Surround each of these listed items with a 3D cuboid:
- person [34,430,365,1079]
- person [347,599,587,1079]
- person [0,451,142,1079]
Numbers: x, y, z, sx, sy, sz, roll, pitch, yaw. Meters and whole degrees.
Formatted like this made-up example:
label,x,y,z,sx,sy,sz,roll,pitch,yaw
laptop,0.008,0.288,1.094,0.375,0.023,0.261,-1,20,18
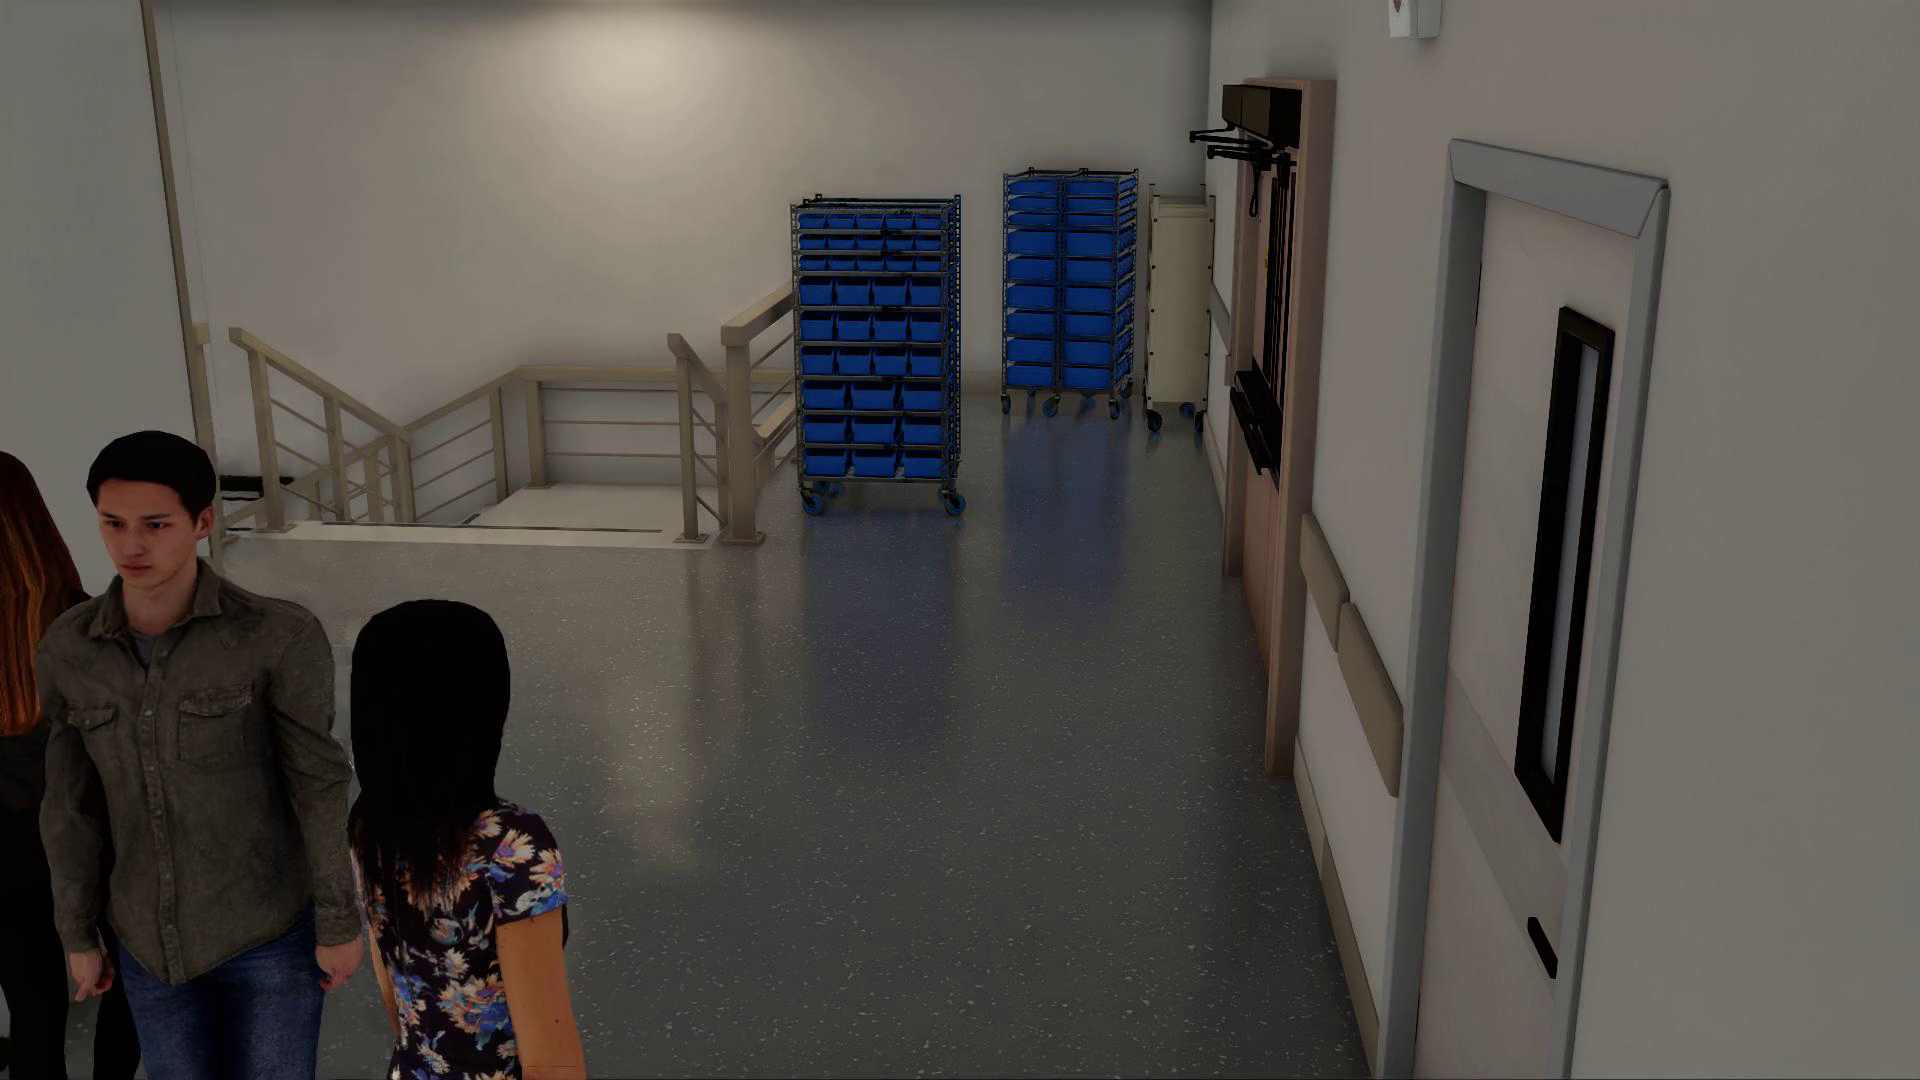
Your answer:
label,x,y,z,sx,sy,sz,roll,pitch,yaw
person,-1.348,0.686,3.142,0.714,1.853,0.740,1,16,5
person,-0.750,0.955,2.441,0.764,1.716,0.787,13,20,39
person,-1.923,0.682,3.436,0.682,1.700,0.672,-2,16,-8
